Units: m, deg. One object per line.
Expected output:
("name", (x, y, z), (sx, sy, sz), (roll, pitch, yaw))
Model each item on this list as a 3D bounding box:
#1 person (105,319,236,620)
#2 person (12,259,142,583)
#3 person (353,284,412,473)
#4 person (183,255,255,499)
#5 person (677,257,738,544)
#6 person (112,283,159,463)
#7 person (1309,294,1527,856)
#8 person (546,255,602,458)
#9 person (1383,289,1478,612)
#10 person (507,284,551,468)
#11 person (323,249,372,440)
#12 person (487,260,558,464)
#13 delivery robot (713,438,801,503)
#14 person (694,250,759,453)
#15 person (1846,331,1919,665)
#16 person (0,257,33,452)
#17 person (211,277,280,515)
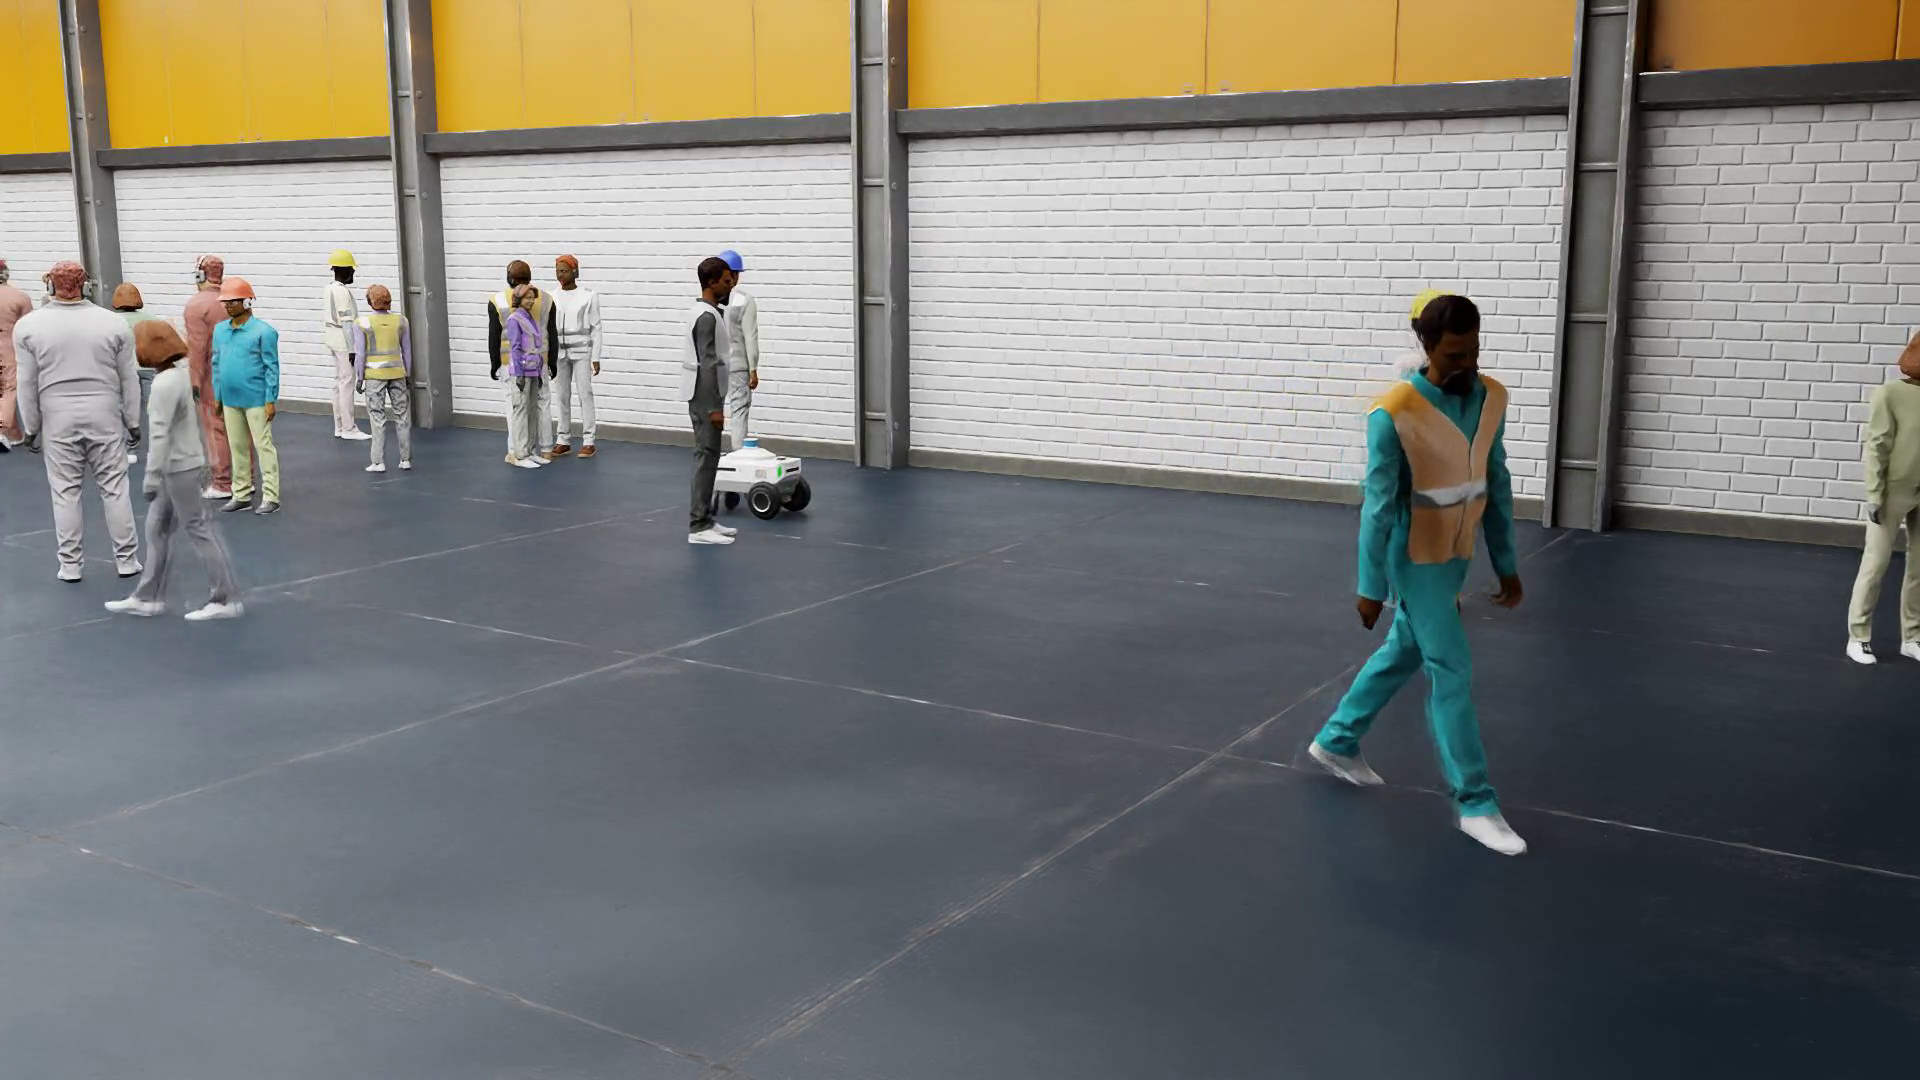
("person", (-4.249, -0.352, 8.778), (0.749, 1.600, 0.537), (-3, 11, -17))
("person", (-5.224, -0.702, 9.894), (0.645, 1.907, 0.400), (-6, 12, -28))
("person", (-5.025, -1.404, 14.520), (0.515, 1.641, 0.309), (-9, 14, -42))
("person", (-5.839, -1.274, 13.060), (0.407, 1.906, 0.655), (3, 11, 16))
("person", (-1.700, -0.933, 11.172), (0.388, 1.912, 0.591), (-1, 10, -7))
("person", (-7.517, -1.518, 15.164), (0.497, 1.636, 0.282), (-8, 13, -36))
("person", (1.573, 0.077, 5.746), (0.593, 1.858, 0.970), (-8, 13, -38))
("person", (-3.620, -1.703, 15.501), (0.587, 1.882, 0.341), (2, 11, 13))
("person", (2.541, -0.469, 9.024), (0.524, 1.761, 0.339), (-3, 11, -17))
("person", (-3.876, -1.464, 14.861), (0.309, 1.637, 0.514), (1, 10, 4))
("person", (-6.242, -1.977, 16.902), (0.367, 1.927, 0.587), (-7, 12, -33))
("person", (-3.969, -1.614, 15.120), (0.634, 1.844, 0.429), (-5, 11, -26))
("delivery robot", (-1.540, -0.509, 12.311), (0.707, 0.478, 0.477), (5, 11, 25))
("person", (-1.960, -1.473, 14.087), (0.609, 1.939, 0.417), (5, 11, 25))
("person", (4.529, -0.201, 7.915), (0.493, 1.627, 0.293), (0, 10, -2))
("person", (-9.251, -1.794, 16.059), (0.658, 1.871, 0.951), (-1, 10, -5))
("person", (-5.298, -1.063, 12.313), (0.563, 1.752, 0.325), (3, 11, 16))
